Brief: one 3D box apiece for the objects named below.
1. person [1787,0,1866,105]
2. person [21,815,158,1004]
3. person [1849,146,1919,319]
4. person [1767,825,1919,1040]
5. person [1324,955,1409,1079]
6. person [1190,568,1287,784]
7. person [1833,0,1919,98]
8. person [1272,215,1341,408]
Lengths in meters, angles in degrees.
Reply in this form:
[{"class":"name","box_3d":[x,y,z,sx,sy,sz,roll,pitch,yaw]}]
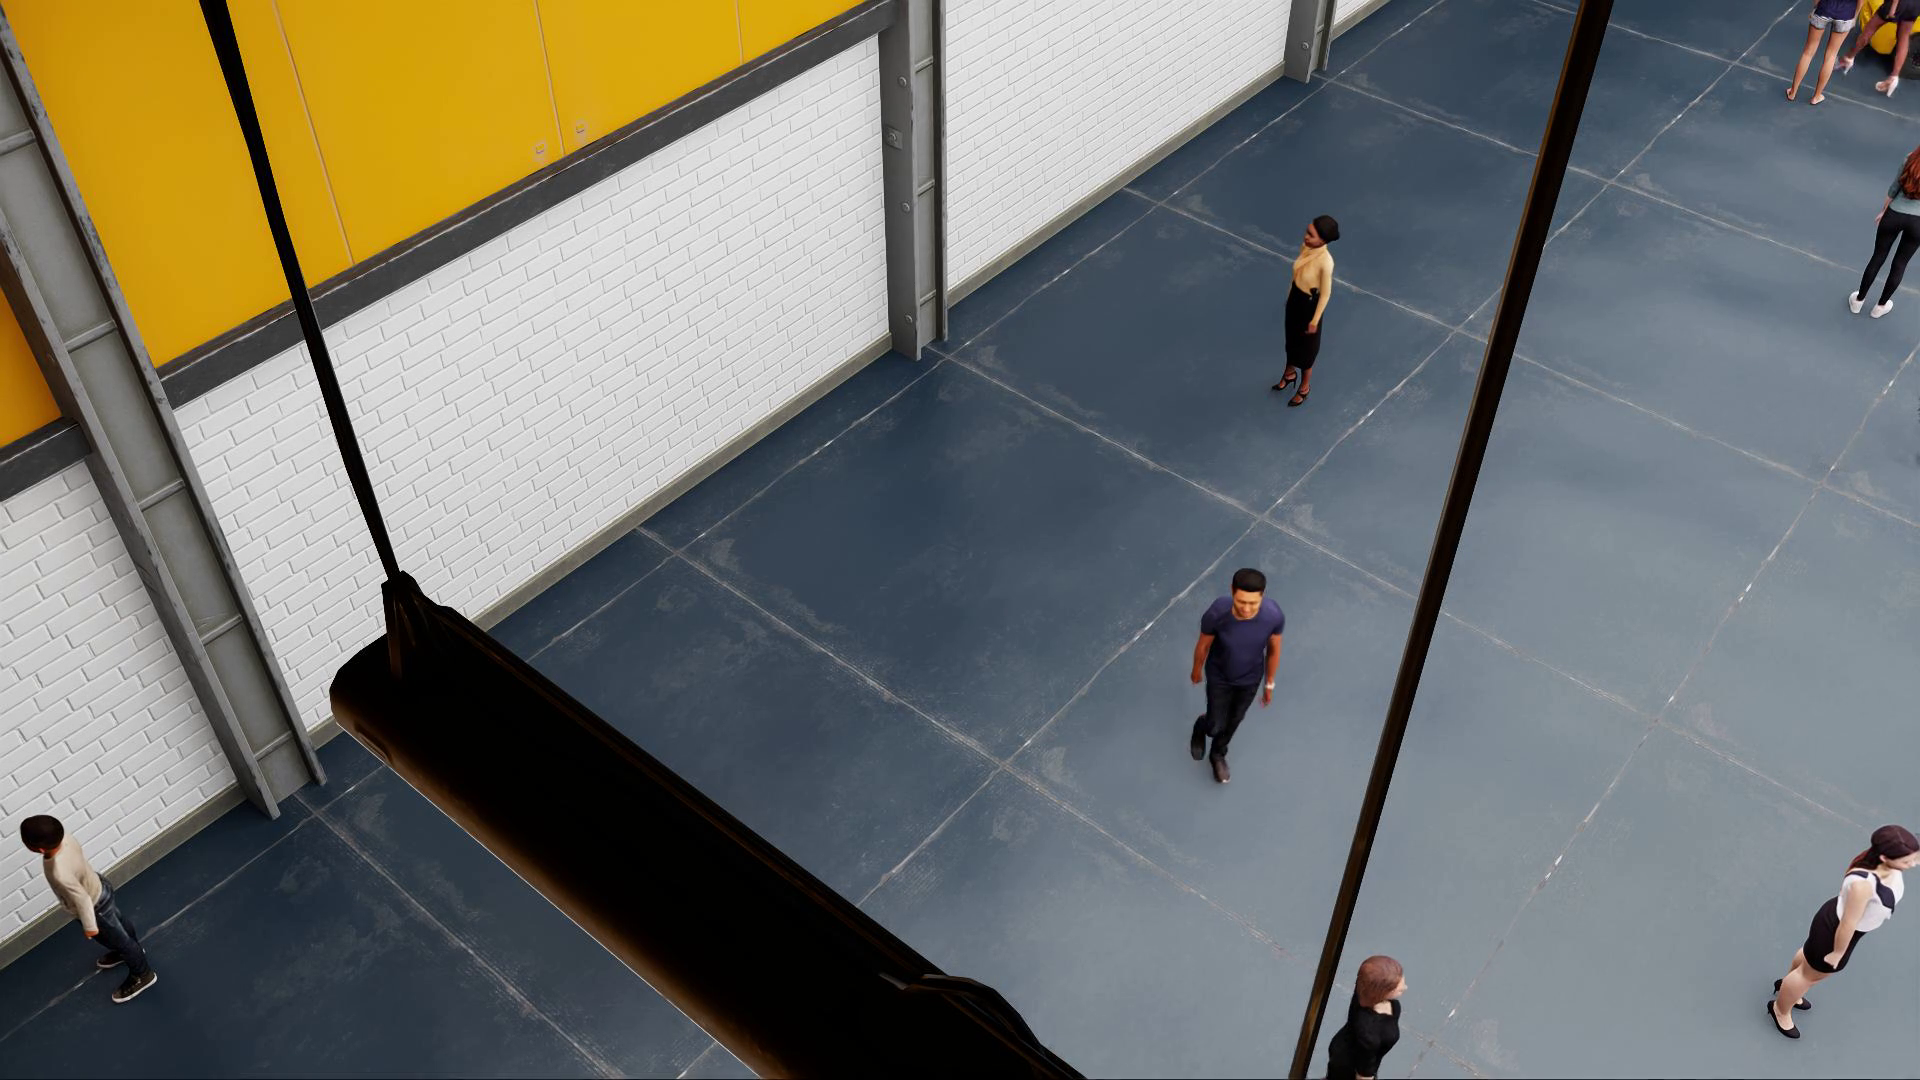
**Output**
[{"class":"person","box_3d":[8.402,-5.050,15.996,0.623,1.766,0.574,21,48,21]},{"class":"person","box_3d":[-4.655,1.920,8.900,0.606,1.462,0.611,-23,48,-23]},{"class":"person","box_3d":[7.630,-2.573,13.412,0.603,1.743,0.568,24,49,23]},{"class":"person","box_3d":[4.586,2.021,8.658,0.610,1.649,0.439,29,51,27]},{"class":"person","box_3d":[1.910,2.535,8.078,0.719,1.706,0.599,7,44,7]},{"class":"person","box_3d":[1.627,0.732,9.921,0.792,1.774,0.851,-1,44,-1]},{"class":"person","box_3d":[9.194,-5.136,16.087,0.954,1.766,0.877,-16,46,-17]},{"class":"person","box_3d":[2.623,-1.738,12.602,0.673,1.653,0.651,-15,46,-15]}]
